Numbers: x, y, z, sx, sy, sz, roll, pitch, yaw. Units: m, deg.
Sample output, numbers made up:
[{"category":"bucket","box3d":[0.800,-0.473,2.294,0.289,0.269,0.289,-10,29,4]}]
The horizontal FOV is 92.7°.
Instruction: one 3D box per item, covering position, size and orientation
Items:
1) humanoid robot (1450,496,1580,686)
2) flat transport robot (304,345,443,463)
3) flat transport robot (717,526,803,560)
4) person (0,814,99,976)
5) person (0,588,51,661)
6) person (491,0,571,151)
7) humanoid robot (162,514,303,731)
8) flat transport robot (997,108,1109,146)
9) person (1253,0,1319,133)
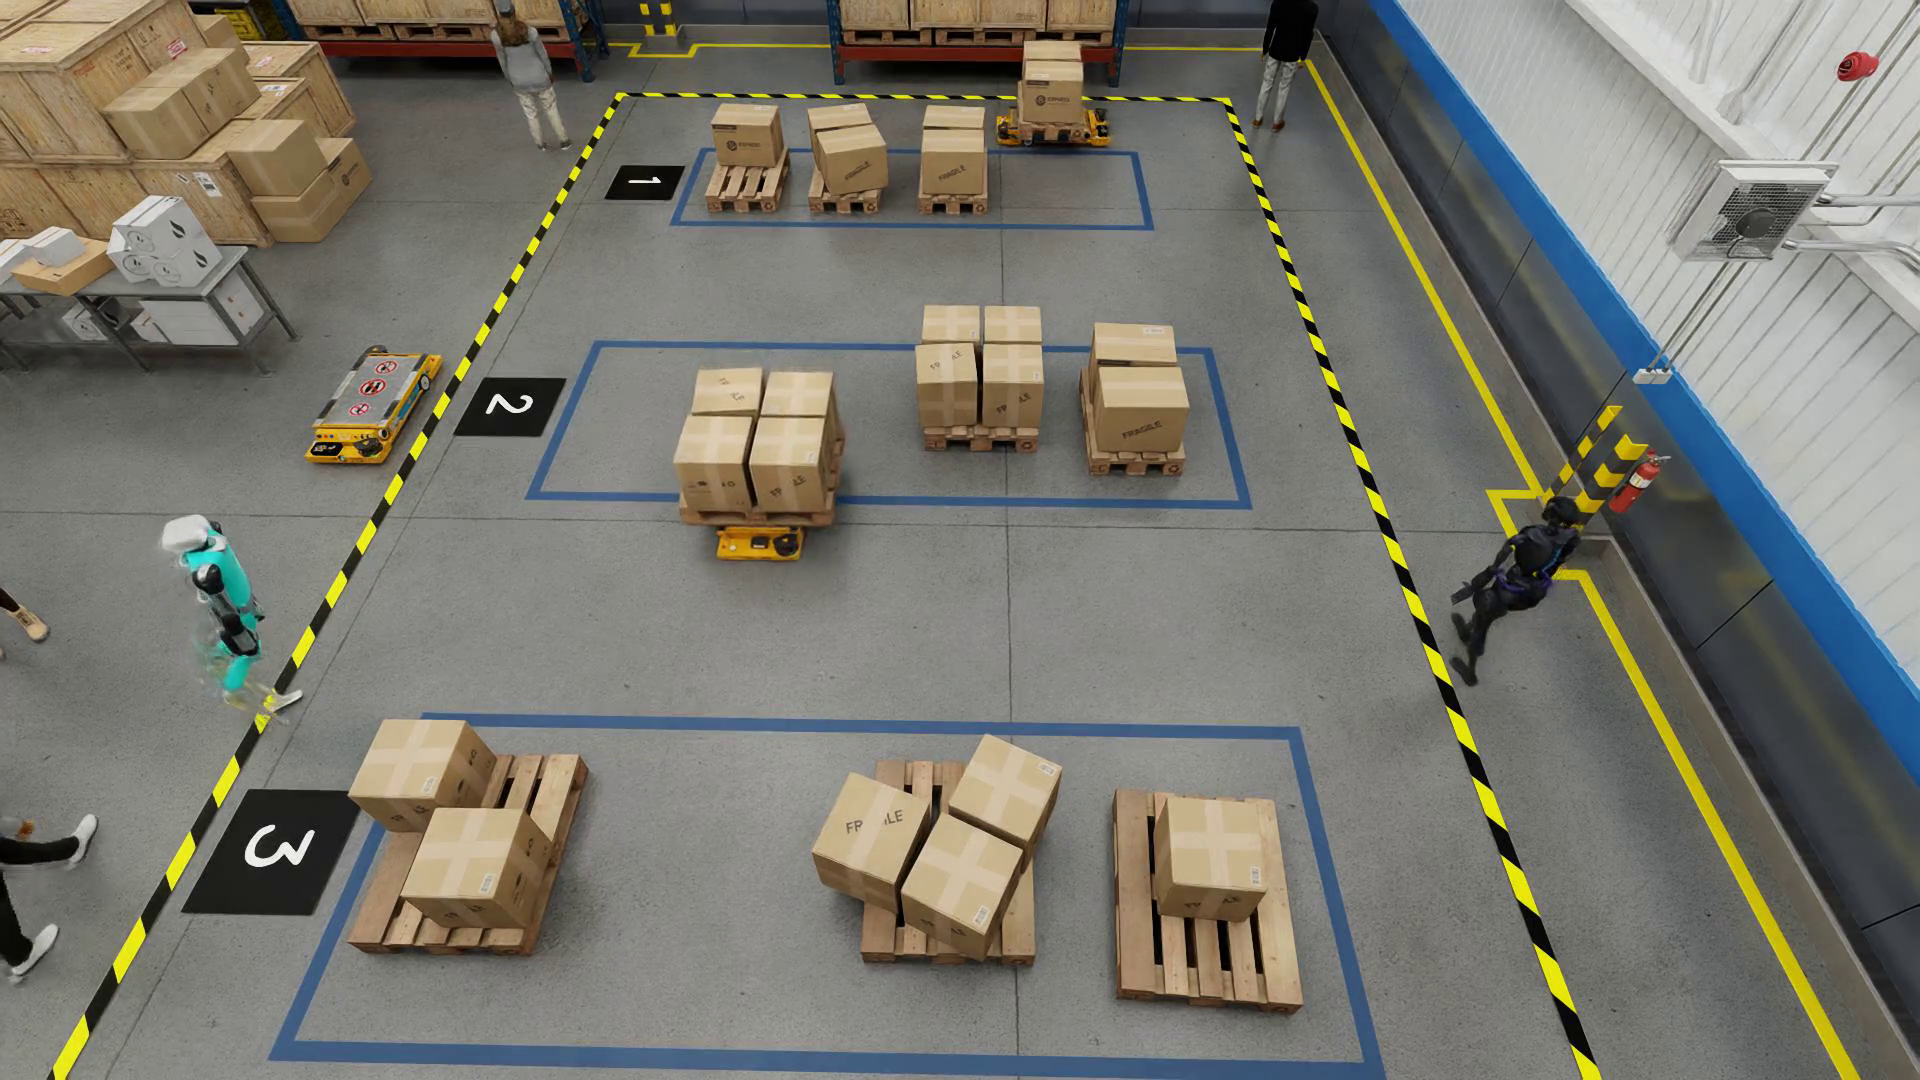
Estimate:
[{"category":"humanoid robot","box3d":[3.683,0.304,6.194,0.595,1.642,0.605,-8,50,-6]},{"category":"flat transport robot","box3d":[-5.383,-1.269,8.441,0.659,0.231,1.431,1,50,1]},{"category":"flat transport robot","box3d":[-1.601,-0.438,7.720,0.652,0.197,1.431,1,50,1]},{"category":"person","box3d":[-5.504,1.645,4.971,0.609,1.796,0.983,-4,50,-3]},{"category":"person","box3d":[-7.074,0.125,6.109,0.607,2.035,0.407,-36,58,-26]},{"category":"person","box3d":[-5.217,-5.623,11.146,0.585,1.767,0.439,-11,51,-9]},{"category":"humanoid robot","box3d":[-4.764,0.614,5.915,0.815,1.811,0.536,-22,53,-18]},{"category":"flat transport robot","box3d":[1.195,-5.382,11.903,1.431,0.197,0.652,1,50,1]},{"category":"person","box3d":[4.059,-6.089,11.466,0.584,1.879,0.378,22,53,18]}]
